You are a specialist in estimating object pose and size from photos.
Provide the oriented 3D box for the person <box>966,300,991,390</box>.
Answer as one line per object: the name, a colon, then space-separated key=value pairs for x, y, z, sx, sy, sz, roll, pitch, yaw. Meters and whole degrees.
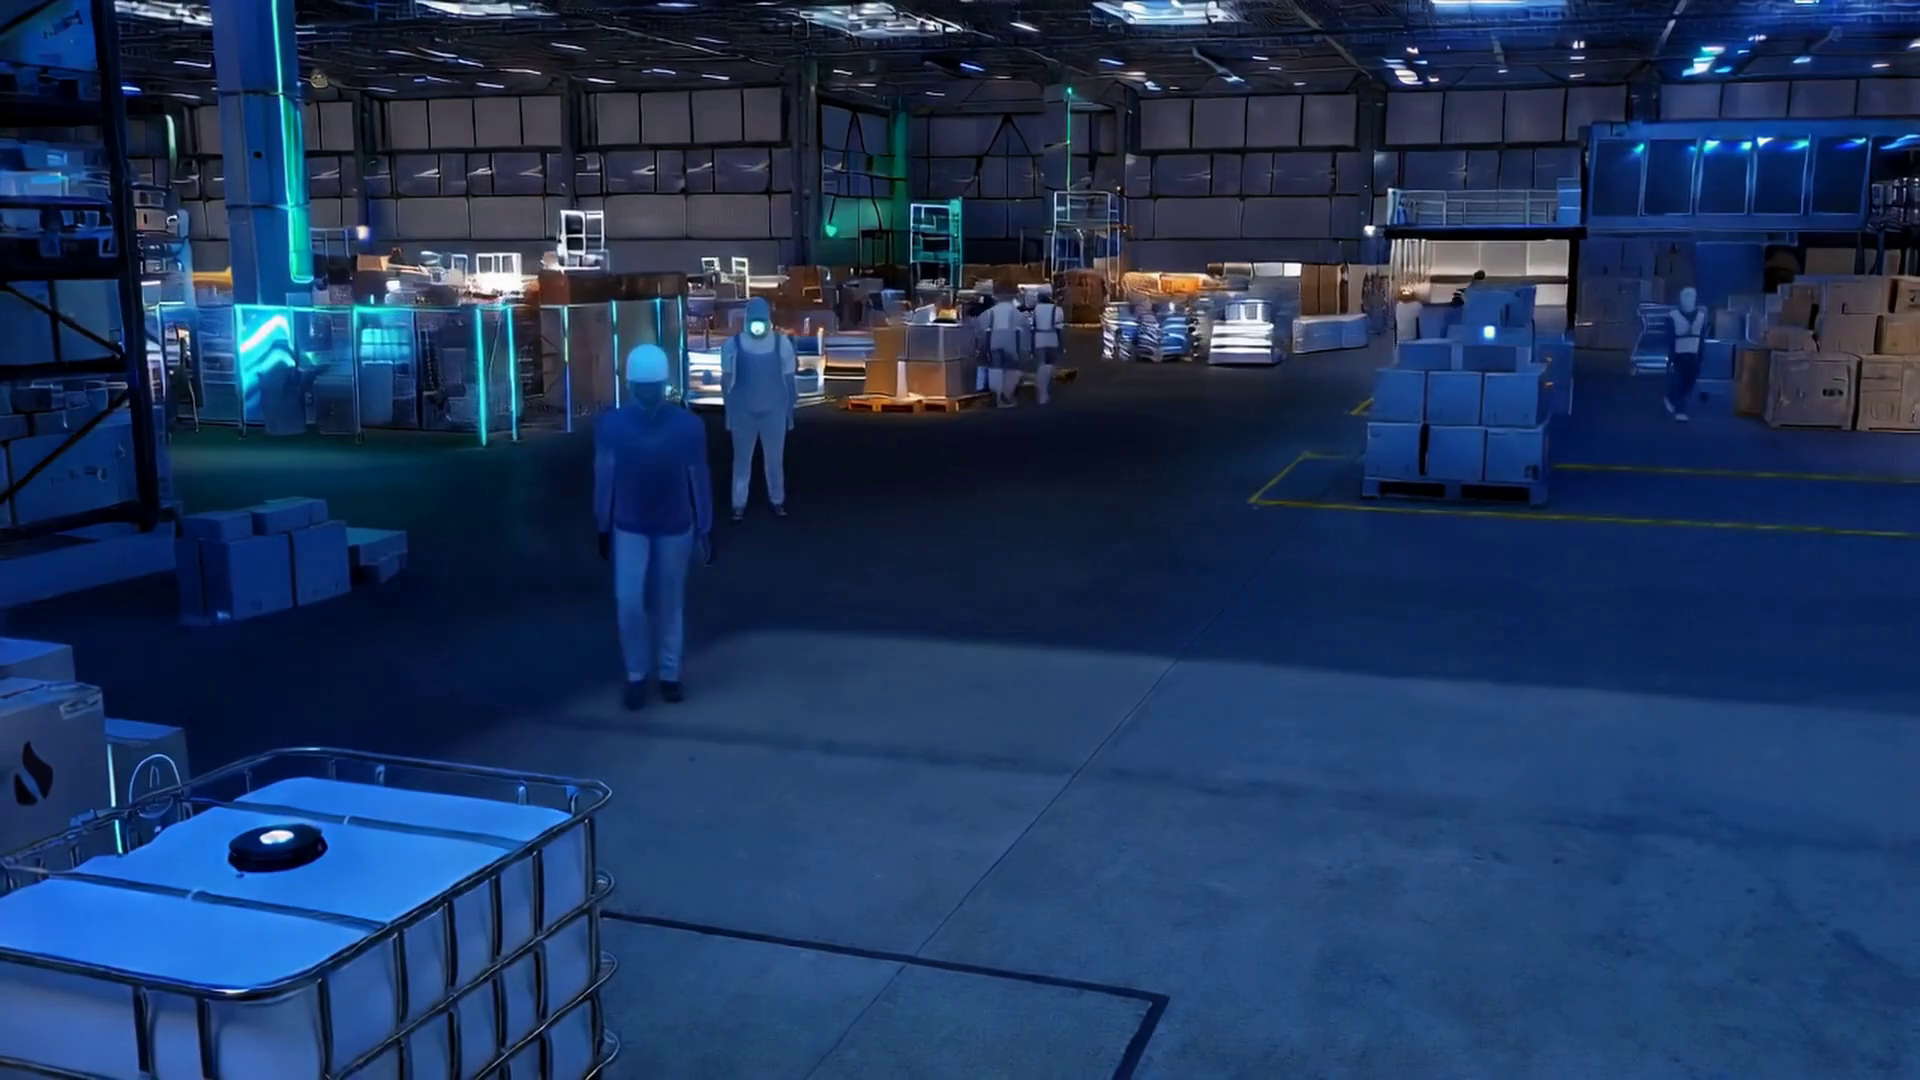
person: x=0.313 y=-3.134 z=27.268 sx=0.409 sy=1.610 sz=0.547 roll=9 pitch=13 yaw=41

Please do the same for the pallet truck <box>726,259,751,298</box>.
pallet truck: x=-7.986 y=-9.493 z=62.019 sx=0.823 sy=1.965 sz=1.885 roll=3 pitch=11 yaw=17

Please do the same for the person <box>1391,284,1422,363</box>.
person: x=7.490 y=-3.383 z=28.021 sx=0.541 sy=1.847 sz=0.387 roll=9 pitch=13 yaw=40

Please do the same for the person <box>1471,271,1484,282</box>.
person: x=11.534 y=-5.033 z=37.119 sx=0.385 sy=1.930 sz=0.539 roll=4 pitch=11 yaw=19

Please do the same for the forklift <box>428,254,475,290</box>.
forklift: x=-20.133 y=-10.254 z=65.465 sx=1.157 sy=1.987 sz=2.680 roll=3 pitch=11 yaw=19

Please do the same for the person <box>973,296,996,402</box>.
person: x=0.460 y=-3.048 z=26.565 sx=0.531 sy=1.698 sz=0.320 roll=-4 pitch=11 yaw=-20

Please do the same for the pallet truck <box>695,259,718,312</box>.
pallet truck: x=-9.165 y=-9.627 z=62.776 sx=0.823 sy=1.965 sz=1.885 roll=4 pitch=11 yaw=23

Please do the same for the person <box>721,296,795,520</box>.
person: x=-1.828 y=-1.199 z=15.191 sx=0.676 sy=2.000 sz=0.536 roll=-2 pitch=10 yaw=-11

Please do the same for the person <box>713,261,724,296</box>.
person: x=-8.773 y=-9.158 z=60.389 sx=0.402 sy=1.911 sz=0.638 roll=1 pitch=10 yaw=7

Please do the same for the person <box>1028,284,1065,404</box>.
person: x=1.339 y=-3.109 z=26.370 sx=0.554 sy=1.903 sz=0.951 roll=4 pitch=11 yaw=21

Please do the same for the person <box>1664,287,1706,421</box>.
person: x=10.345 y=-2.670 z=23.850 sx=0.595 sy=1.907 sz=0.599 roll=-2 pitch=10 yaw=-12

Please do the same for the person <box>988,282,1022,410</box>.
person: x=0.685 y=-2.950 z=25.298 sx=0.623 sy=1.946 sz=0.470 roll=6 pitch=12 yaw=30

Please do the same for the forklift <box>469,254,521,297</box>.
forklift: x=-17.990 y=-10.121 z=64.684 sx=1.157 sy=1.987 sz=2.680 roll=3 pitch=11 yaw=17

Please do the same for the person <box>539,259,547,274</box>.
person: x=-13.829 y=-8.404 z=55.812 sx=0.719 sy=2.020 sz=0.647 roll=-4 pitch=11 yaw=-22

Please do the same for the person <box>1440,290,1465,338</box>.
person: x=8.356 y=-3.327 z=27.989 sx=0.557 sy=1.746 sz=0.552 roll=-4 pitch=11 yaw=-22

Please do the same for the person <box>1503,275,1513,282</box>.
person: x=12.009 y=-4.896 z=36.538 sx=0.513 sy=1.858 sz=0.356 roll=-1 pitch=10 yaw=-4

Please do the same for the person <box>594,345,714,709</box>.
person: x=-1.644 y=-0.056 z=8.950 sx=0.640 sy=1.966 sz=0.587 roll=-2 pitch=10 yaw=-8
